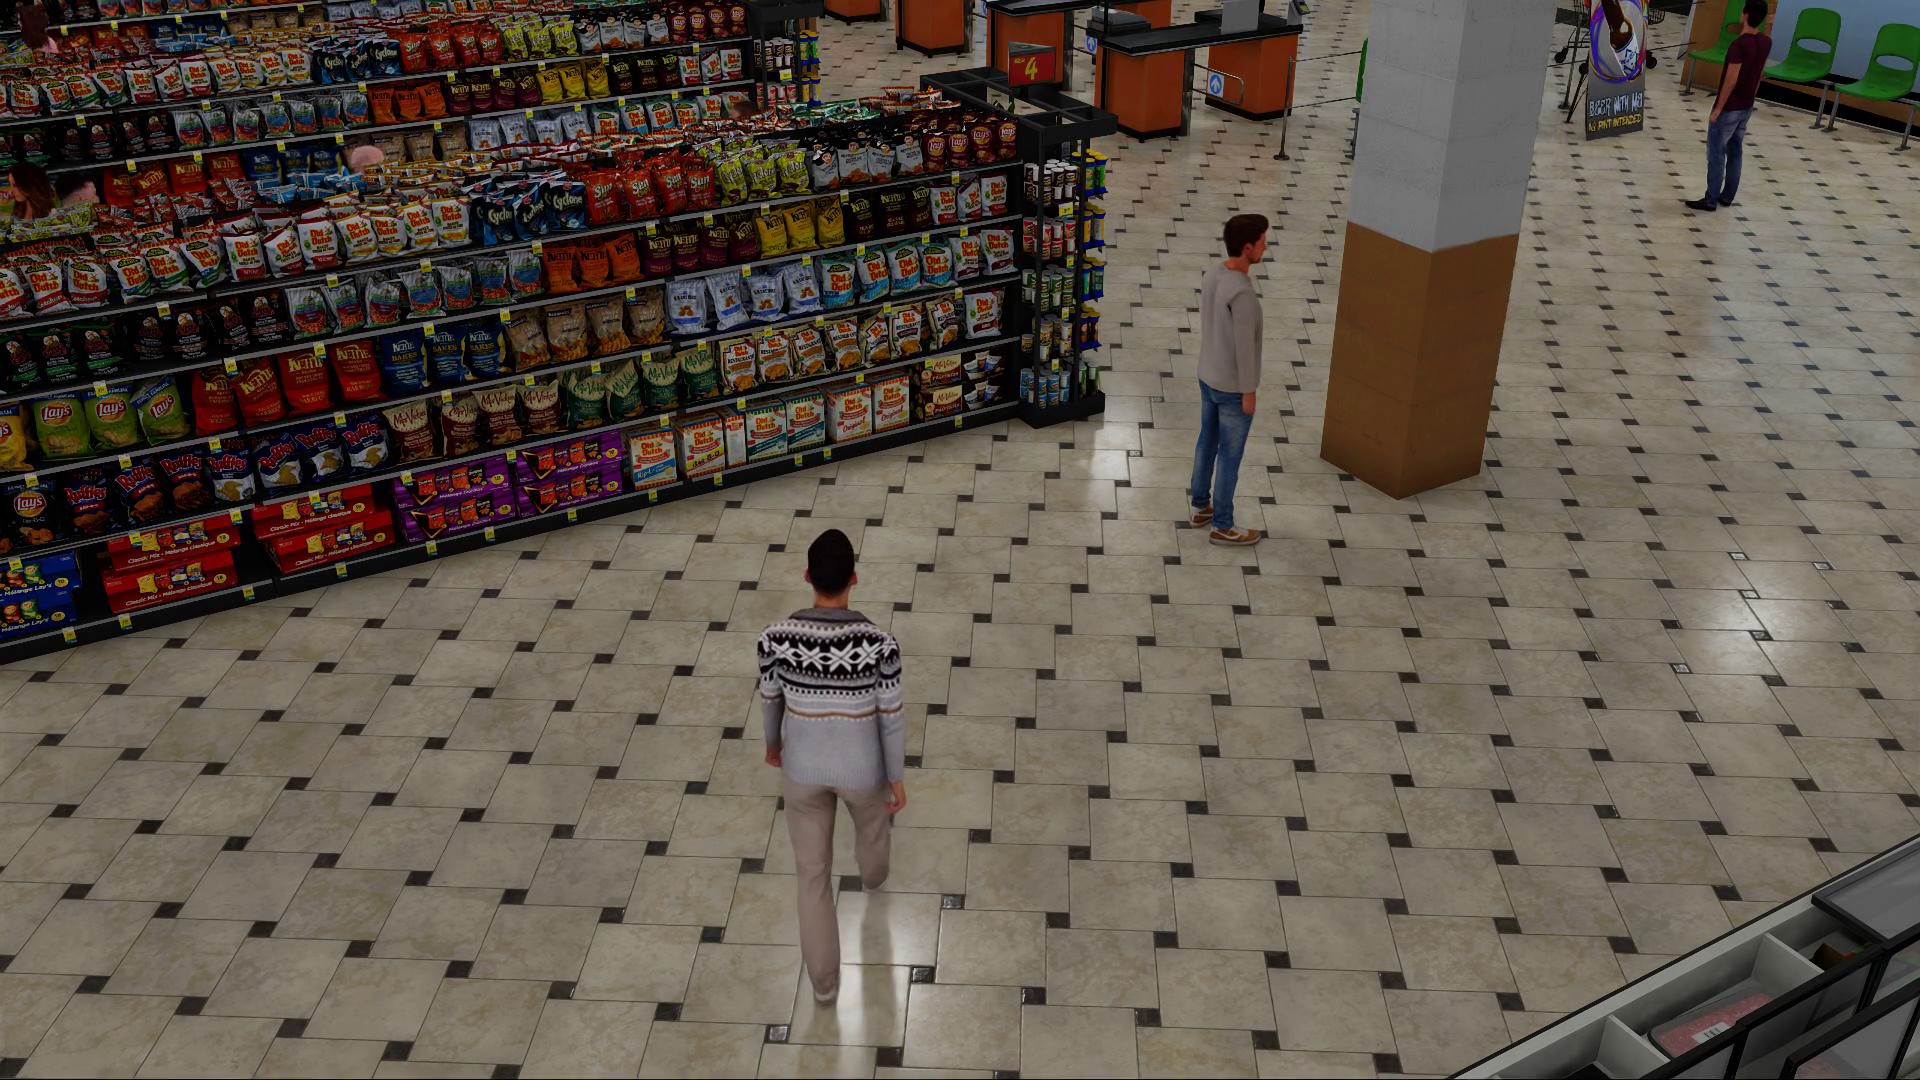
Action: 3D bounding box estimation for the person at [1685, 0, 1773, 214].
[{"bbox_3d":[6.850,-3.846,14.712,0.492,1.855,0.718,-17,33,-28],"label":"person"}]

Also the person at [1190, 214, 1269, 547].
[{"bbox_3d":[1.486,-0.886,9.244,0.643,1.898,0.706,-9,30,-16],"label":"person"}]

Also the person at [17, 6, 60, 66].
[{"bbox_3d":[-7.864,-3.798,14.707,0.957,1.775,0.753,-9,30,-15],"label":"person"}]

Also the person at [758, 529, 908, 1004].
[{"bbox_3d":[-0.474,0.885,6.086,1.209,1.817,1.155,1,29,2],"label":"person"}]

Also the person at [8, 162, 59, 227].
[{"bbox_3d":[-5.670,-1.518,10.521,0.676,1.785,0.710,11,30,19],"label":"person"}]
